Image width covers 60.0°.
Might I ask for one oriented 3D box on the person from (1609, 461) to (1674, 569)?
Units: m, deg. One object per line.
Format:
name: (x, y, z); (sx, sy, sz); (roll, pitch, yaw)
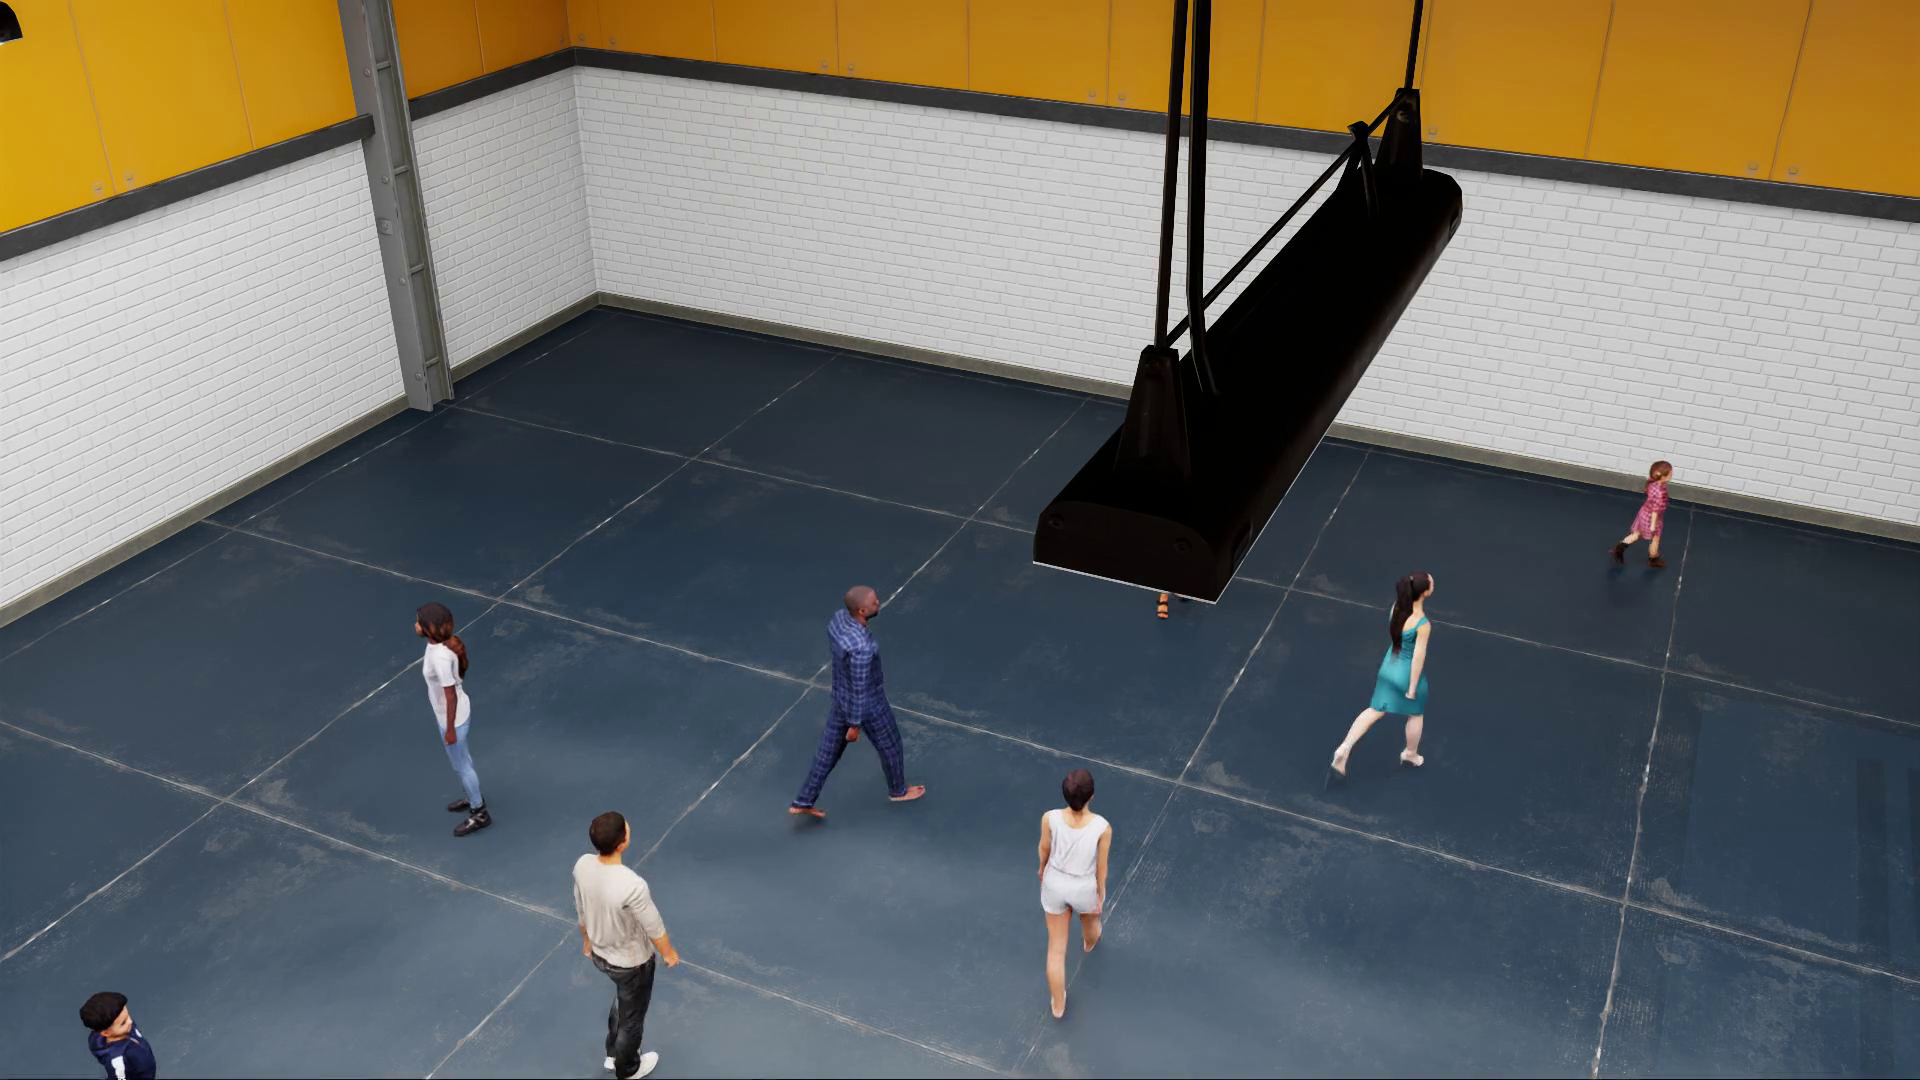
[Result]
person: (5.873, -0.216, 14.244); (0.647, 1.006, 0.717); (1, 29, 2)

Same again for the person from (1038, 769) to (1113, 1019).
person: (0.624, 2.044, 9.508); (0.753, 1.575, 1.074); (5, 29, 9)

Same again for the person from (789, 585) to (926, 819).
person: (-0.772, 1.112, 11.012); (1.280, 1.770, 1.120); (-14, 32, -24)

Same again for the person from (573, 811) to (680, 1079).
person: (-1.866, 2.256, 8.887); (0.718, 1.798, 0.686); (21, 35, 33)

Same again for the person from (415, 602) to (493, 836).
person: (-3.355, 1.163, 10.973); (0.711, 1.719, 0.656); (-11, 30, -19)

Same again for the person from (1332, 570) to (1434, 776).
person: (2.957, 0.956, 11.421); (1.079, 1.652, 0.966); (-13, 31, -23)

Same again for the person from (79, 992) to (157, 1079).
person: (-4.285, 2.789, 8.524); (0.787, 1.209, 0.737); (-8, 30, -14)
